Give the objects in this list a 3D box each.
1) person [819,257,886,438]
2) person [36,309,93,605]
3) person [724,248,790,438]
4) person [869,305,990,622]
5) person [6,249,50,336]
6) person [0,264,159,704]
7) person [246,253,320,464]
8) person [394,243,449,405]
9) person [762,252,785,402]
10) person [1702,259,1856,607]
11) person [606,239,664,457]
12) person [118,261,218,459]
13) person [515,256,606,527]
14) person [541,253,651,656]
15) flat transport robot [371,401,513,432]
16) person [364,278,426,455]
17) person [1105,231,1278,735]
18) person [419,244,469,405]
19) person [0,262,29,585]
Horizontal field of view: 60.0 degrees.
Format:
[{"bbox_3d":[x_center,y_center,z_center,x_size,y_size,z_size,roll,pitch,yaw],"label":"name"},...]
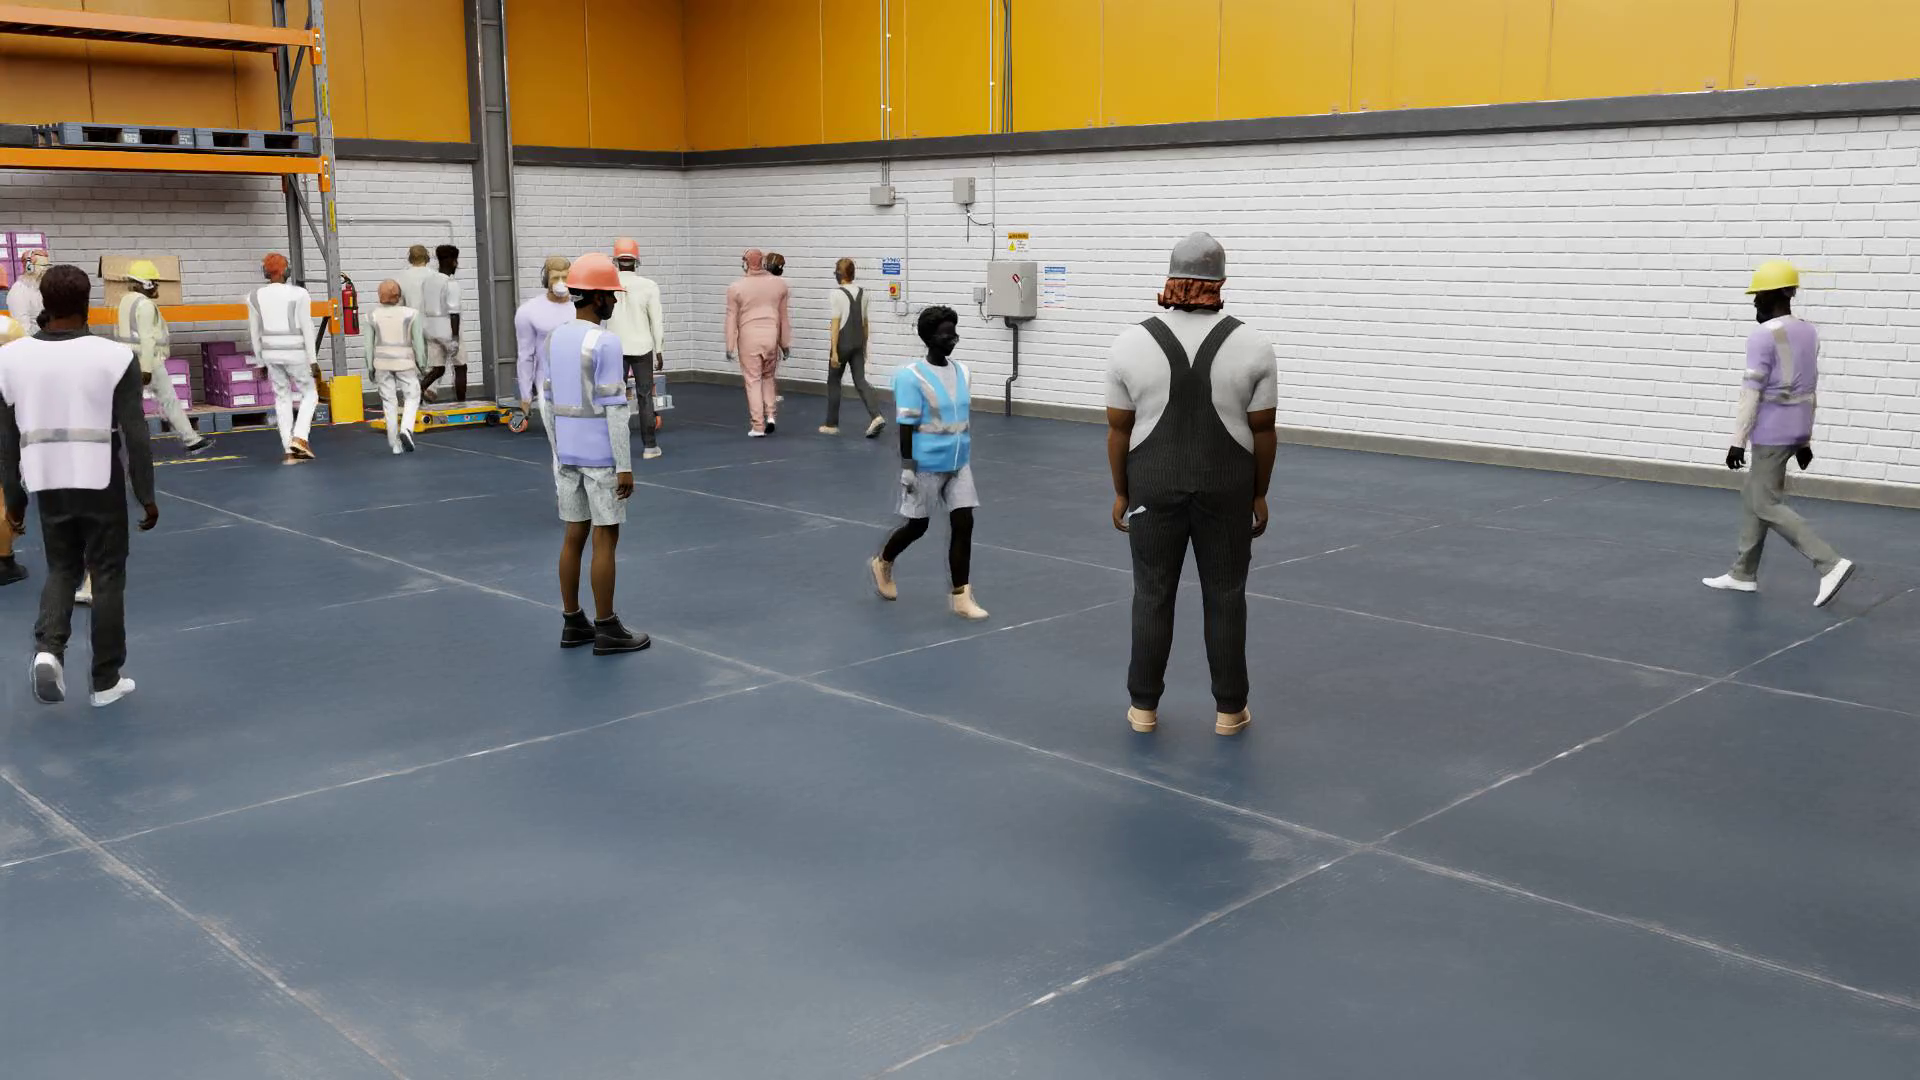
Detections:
[{"bbox_3d":[-1.081,-1.924,16.678,0.520,1.813,0.917,-9,14,-41],"label":"person"},{"bbox_3d":[-4.951,-0.492,9.312,0.527,1.642,0.897,-2,11,-11],"label":"person"},{"bbox_3d":[-2.056,-1.976,16.723,0.669,1.888,0.518,-5,12,-27],"label":"person"},{"bbox_3d":[-0.174,-0.422,8.863,0.536,1.668,0.757,-10,14,-42],"label":"person"},{"bbox_3d":[-8.299,-1.670,15.059,0.398,1.900,0.635,-1,10,-4],"label":"person"},{"bbox_3d":[-3.760,-0.213,7.084,0.603,1.901,0.490,-1,10,-6],"label":"person"},{"bbox_3d":[-5.969,-1.601,14.744,0.607,1.868,0.403,0,10,2],"label":"person"},{"bbox_3d":[-6.082,-2.385,18.848,0.654,1.929,0.460,0,10,1],"label":"person"},{"bbox_3d":[-2.332,-2.581,20.223,0.429,1.816,0.672,-2,11,-13],"label":"person"},{"bbox_3d":[4.574,-0.590,9.167,0.582,1.897,0.800,-9,14,-41],"label":"person"},{"bbox_3d":[-2.996,-1.726,15.169,0.627,1.995,0.539,0,10,-1],"label":"person"},{"bbox_3d":[-7.320,-1.629,15.109,0.609,1.783,0.934,9,14,41],"label":"person"},{"bbox_3d":[-2.797,-1.059,11.786,0.646,1.885,1.037,-5,12,-26],"label":"person"},{"bbox_3d":[-1.767,-0.414,8.084,0.551,1.934,0.373,9,14,40],"label":"person"},{"bbox_3d":[-5.391,-1.316,17.548,0.652,0.197,1.431,9,14,40],"label":"flat transport robot"},{"bbox_3d":[-5.173,-1.573,15.227,0.530,1.626,0.437,-2,11,-10],"label":"person"},{"bbox_3d":[0.936,-0.225,6.772,0.682,2.000,0.537,2,11,9],"label":"person"},{"bbox_3d":[-5.638,-2.227,17.979,0.612,1.935,0.776,6,12,31],"label":"person"},{"bbox_3d":[-5.614,-0.677,9.576,0.567,1.914,0.478,-1,10,-5],"label":"person"}]
